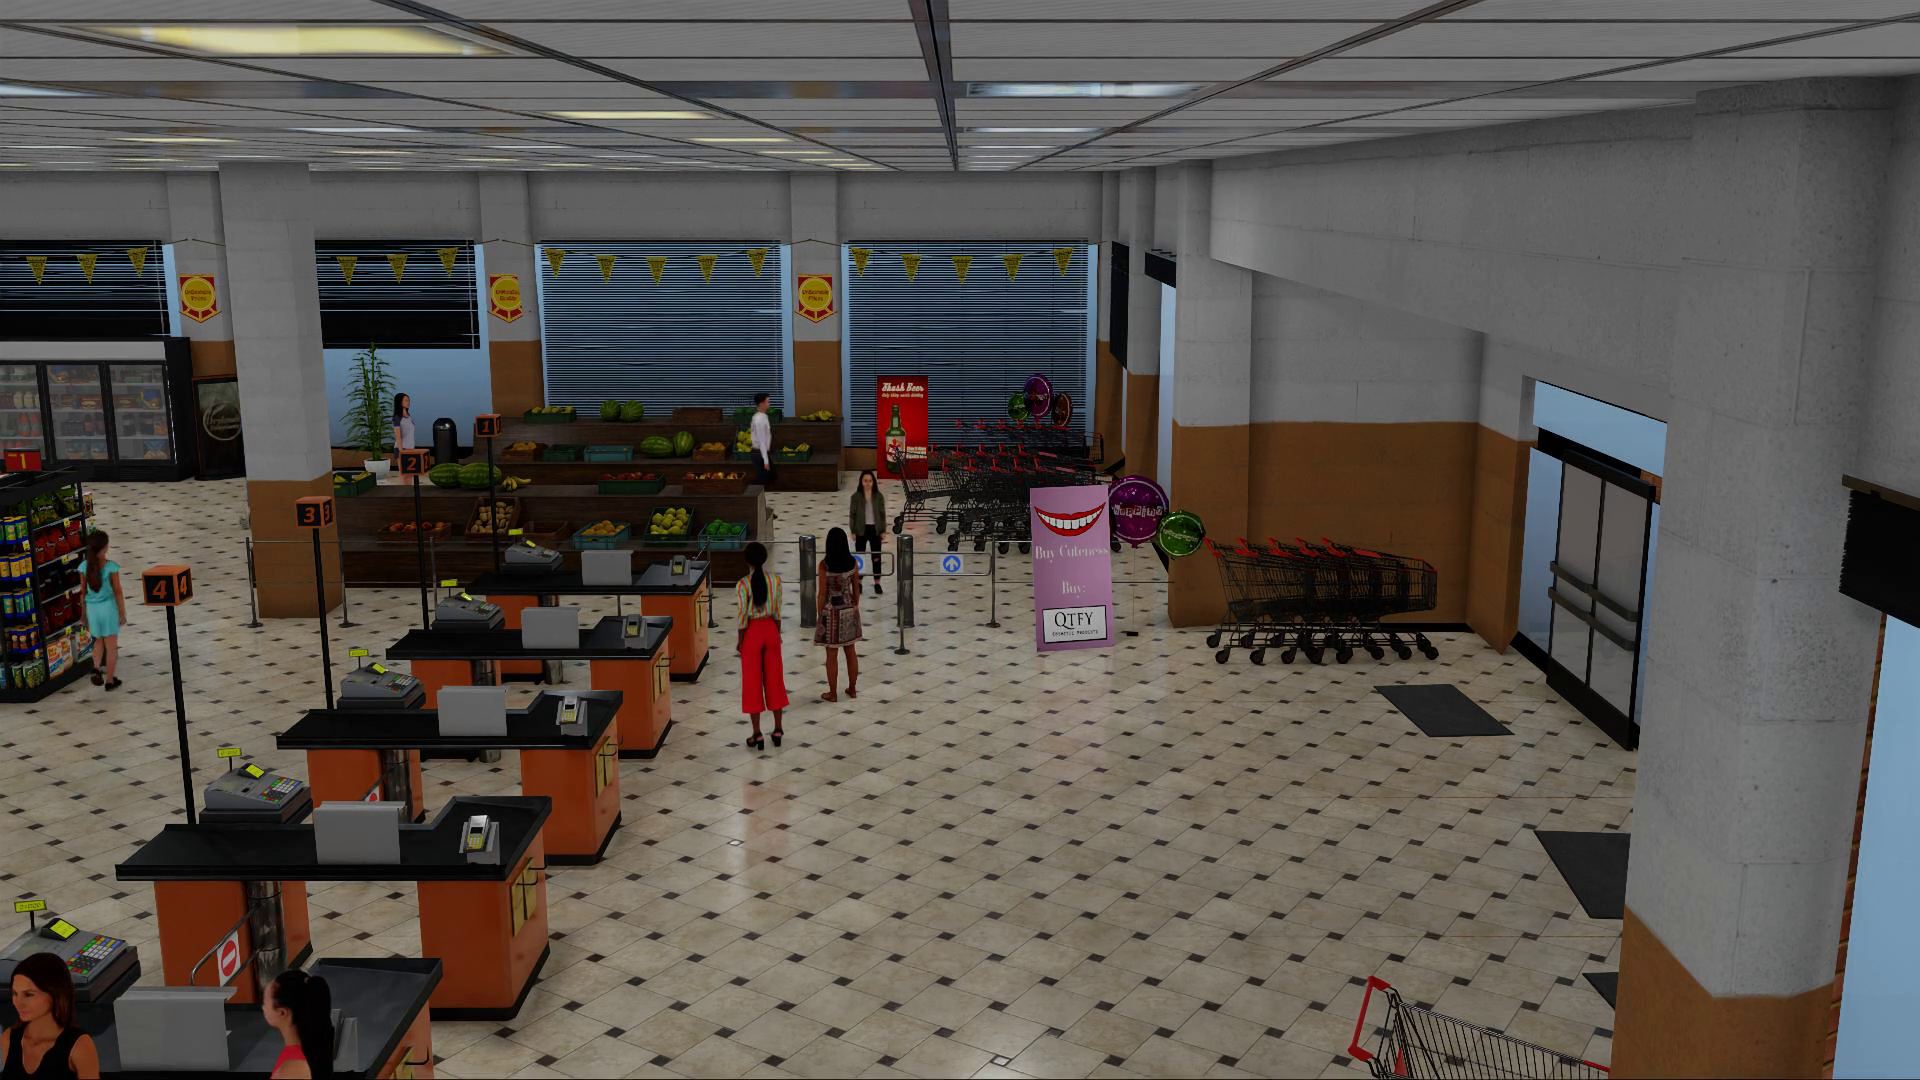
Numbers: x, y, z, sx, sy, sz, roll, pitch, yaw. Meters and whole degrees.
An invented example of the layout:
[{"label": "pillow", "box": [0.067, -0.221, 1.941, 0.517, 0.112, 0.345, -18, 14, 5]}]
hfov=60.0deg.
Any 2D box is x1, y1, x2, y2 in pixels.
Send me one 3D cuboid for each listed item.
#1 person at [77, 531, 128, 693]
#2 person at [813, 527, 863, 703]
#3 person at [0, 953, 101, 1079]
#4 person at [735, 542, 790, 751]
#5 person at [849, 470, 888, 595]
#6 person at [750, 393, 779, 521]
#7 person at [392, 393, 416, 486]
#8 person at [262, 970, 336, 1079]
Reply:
[{"label": "person", "box": [-8.141, 0.692, 15.725, 0.577, 1.549, 0.615, 0, 12, -2]}, {"label": "person", "box": [-1.138, 0.685, 15.530, 0.663, 1.645, 0.785, -8, 14, -32]}, {"label": "person", "box": [-3.520, 2.486, 6.513, 0.505, 1.835, 0.668, 2, 12, 8]}, {"label": "person", "box": [-1.704, 0.894, 14.179, 0.636, 1.792, 0.744, -7, 14, -30]}, {"label": "person", "box": [-1.088, -0.098, 19.654, 0.480, 1.476, 0.667, -1, 12, -6]}, {"label": "person", "box": [-2.950, -1.195, 23.947, 0.710, 1.854, 0.673, -2, 12, -8]}, {"label": "person", "box": [-8.411, -1.385, 25.207, 0.557, 1.706, 0.612, 1, 12, 6]}, {"label": "person", "box": [-2.584, 2.516, 6.635, 0.585, 1.727, 0.627, -1, 12, -4]}]
